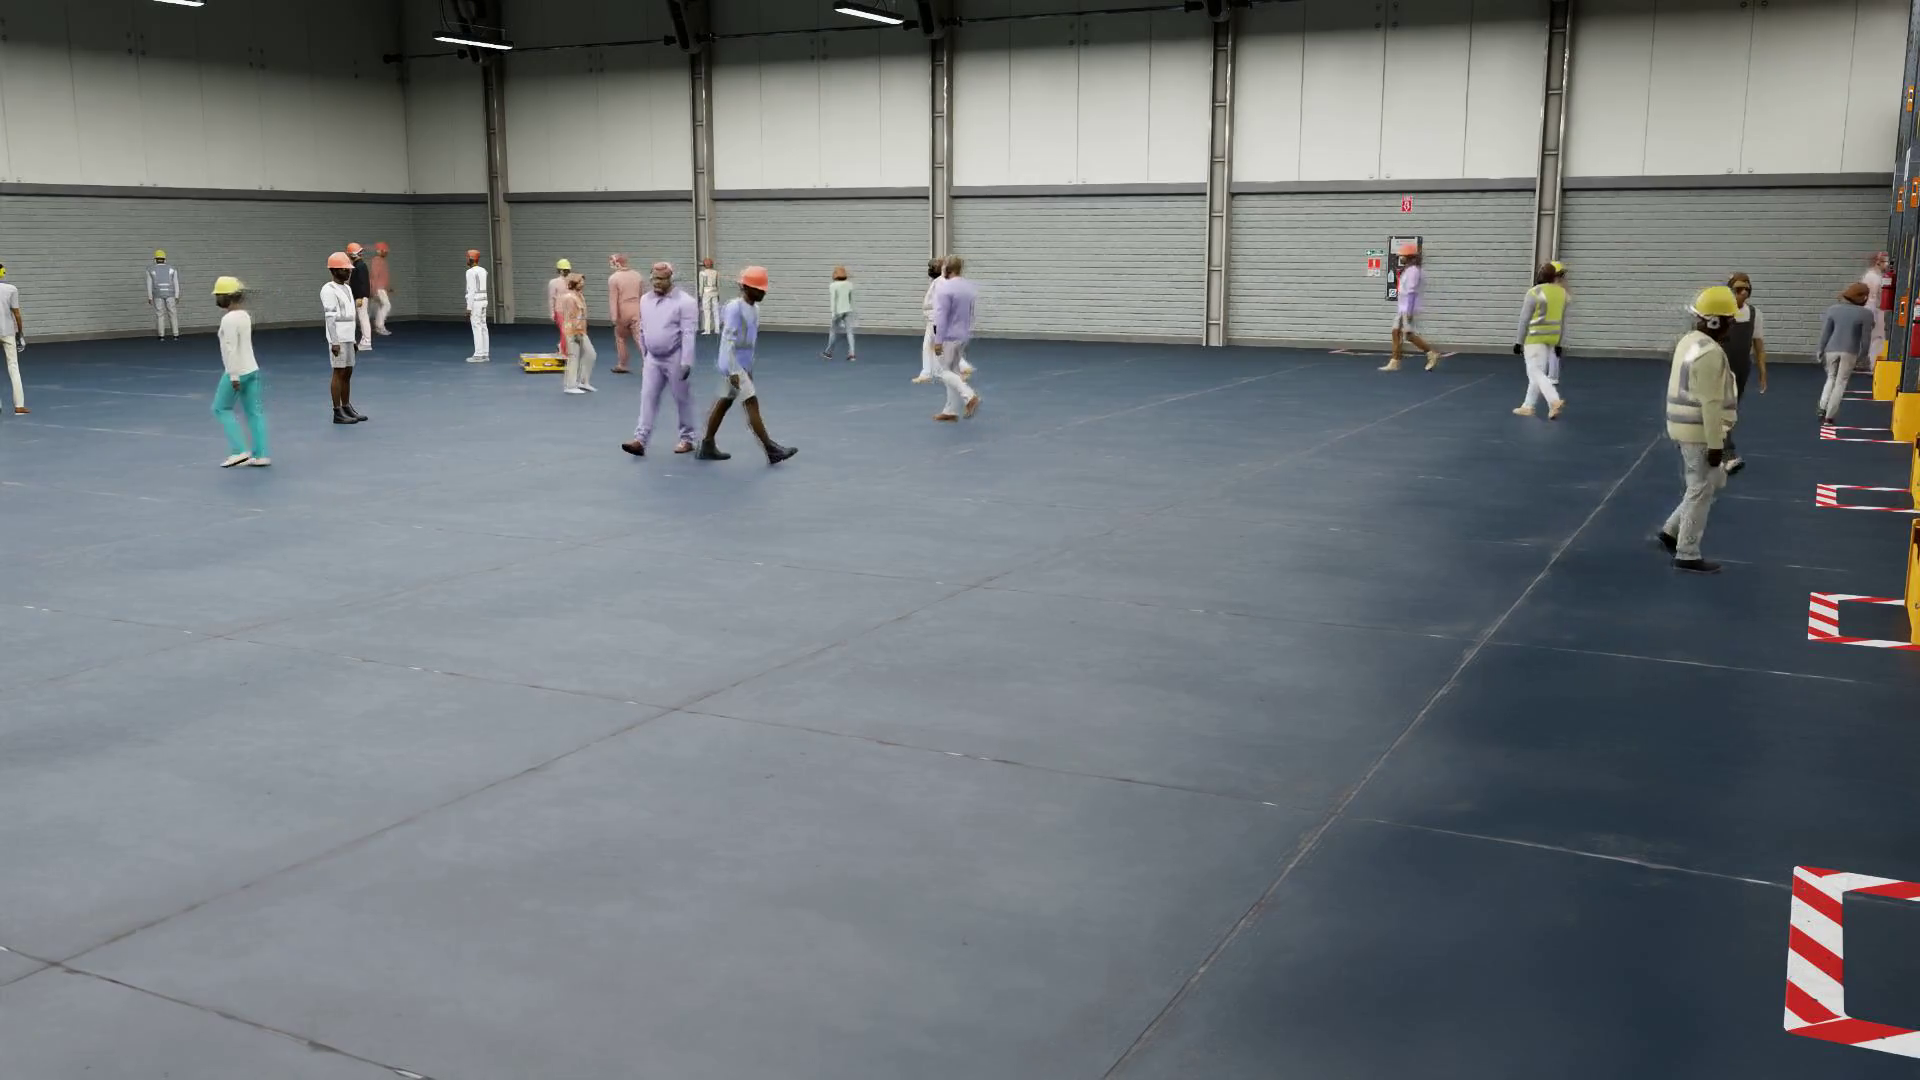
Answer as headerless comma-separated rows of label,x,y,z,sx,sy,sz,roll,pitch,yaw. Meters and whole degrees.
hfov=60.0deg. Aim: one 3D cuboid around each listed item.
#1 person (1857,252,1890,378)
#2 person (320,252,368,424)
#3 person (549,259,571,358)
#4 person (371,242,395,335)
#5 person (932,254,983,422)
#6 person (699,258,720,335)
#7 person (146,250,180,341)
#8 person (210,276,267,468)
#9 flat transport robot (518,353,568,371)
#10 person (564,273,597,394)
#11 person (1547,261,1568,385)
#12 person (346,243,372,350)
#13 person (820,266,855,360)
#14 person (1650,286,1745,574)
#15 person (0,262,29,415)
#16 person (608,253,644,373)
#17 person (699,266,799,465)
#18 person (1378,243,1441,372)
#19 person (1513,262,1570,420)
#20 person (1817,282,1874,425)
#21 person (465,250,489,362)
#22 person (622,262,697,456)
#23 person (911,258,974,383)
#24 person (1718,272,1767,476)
person,13.609,-3.351,24.829,0.663,1.886,0.663,5,12,27
person,-7.005,-2.292,18.913,0.361,1.938,0.545,1,10,3
person,-6.623,-3.824,27.789,0.532,1.746,0.652,-9,14,-40
person,-12.321,-5.357,35.517,0.514,1.973,0.631,-1,10,-3
person,-0.049,-2.265,18.809,0.595,1.922,0.650,5,12,26
person,-5.386,-5.232,35.764,0.524,1.636,0.308,-9,14,-40
person,-16.162,-4.959,33.738,0.591,1.834,0.404,-6,12,-31
person,-6.649,-1.527,15.234,0.505,1.749,0.538,0,10,2
flat transport robot,-6.610,-2.826,26.371,0.652,0.197,1.431,-4,11,-19
person,-5.099,-2.771,22.382,0.503,1.621,0.538,1,10,4
person,8.433,-3.095,23.767,0.449,1.751,0.546,10,14,43
person,-11.183,-4.524,30.955,0.392,1.985,0.609,-4,11,-22
person,-2.073,-3.886,28.557,0.521,1.588,0.851,-8,13,-39
person,4.671,-0.681,10.452,0.432,1.813,0.614,2,11,12
person,-11.385,-2.409,19.723,0.515,1.876,0.328,-4,11,-23
person,-5.068,-3.458,25.486,0.872,1.861,0.690,9,14,42
person,-2.006,-1.620,15.543,1.110,1.828,0.555,2,11,13
person,7.011,-3.596,25.821,0.870,2.016,0.617,0,10,0
person,6.800,-2.314,19.362,0.621,1.820,0.841,-6,12,-29
person,9.941,-2.084,18.664,0.444,1.602,0.533,-9,14,-41
person,-8.174,-3.950,28.099,0.355,1.884,0.575,2,11,9
person,-2.879,-1.727,16.032,0.659,1.857,0.957,4,11,21
person,-0.246,-3.140,23.903,0.856,1.817,0.631,-1,10,-4
person,6.895,-1.472,14.826,0.538,1.789,0.986,0,10,1
